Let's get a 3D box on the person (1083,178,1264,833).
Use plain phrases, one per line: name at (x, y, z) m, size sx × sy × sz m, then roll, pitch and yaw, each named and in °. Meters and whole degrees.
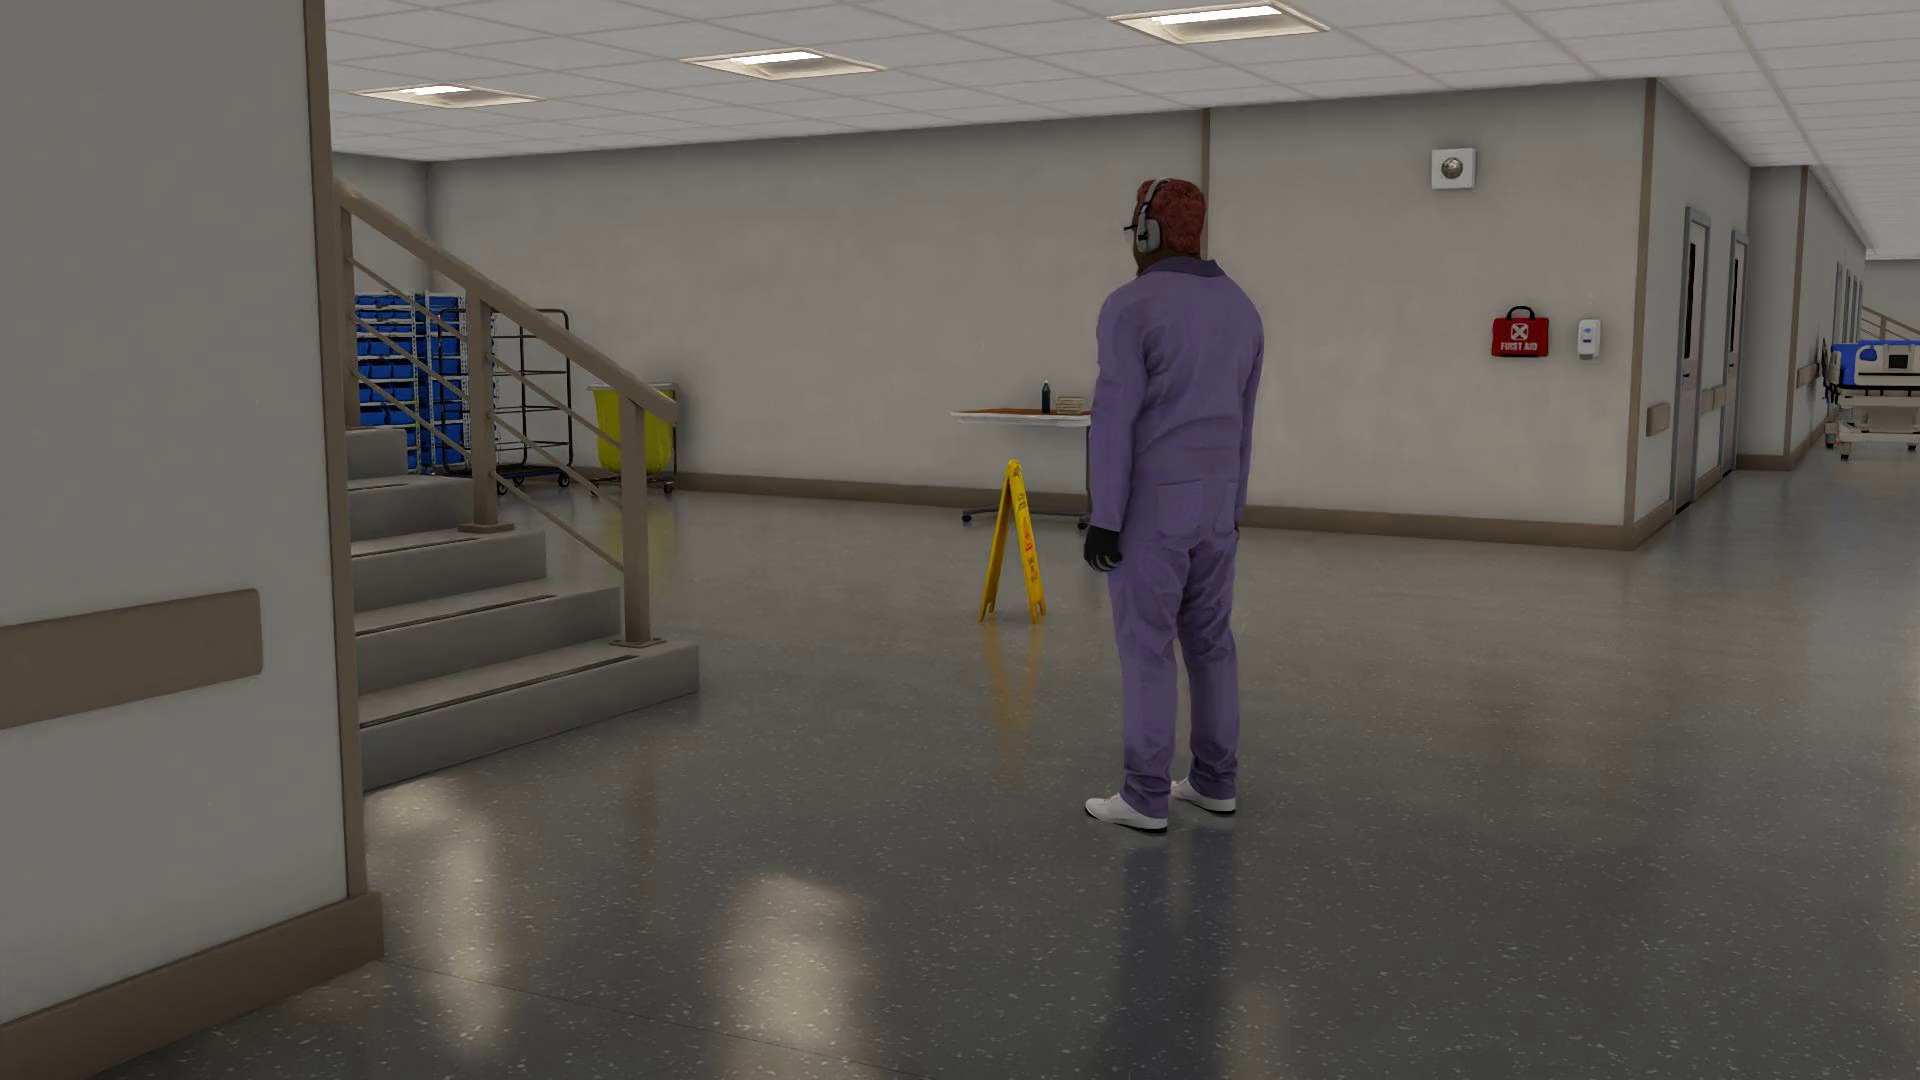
person at (0.605, -0.102, 4.910) m, size 0.635 × 1.900 × 0.398 m, roll -7°, pitch 10°, yaw -43°
